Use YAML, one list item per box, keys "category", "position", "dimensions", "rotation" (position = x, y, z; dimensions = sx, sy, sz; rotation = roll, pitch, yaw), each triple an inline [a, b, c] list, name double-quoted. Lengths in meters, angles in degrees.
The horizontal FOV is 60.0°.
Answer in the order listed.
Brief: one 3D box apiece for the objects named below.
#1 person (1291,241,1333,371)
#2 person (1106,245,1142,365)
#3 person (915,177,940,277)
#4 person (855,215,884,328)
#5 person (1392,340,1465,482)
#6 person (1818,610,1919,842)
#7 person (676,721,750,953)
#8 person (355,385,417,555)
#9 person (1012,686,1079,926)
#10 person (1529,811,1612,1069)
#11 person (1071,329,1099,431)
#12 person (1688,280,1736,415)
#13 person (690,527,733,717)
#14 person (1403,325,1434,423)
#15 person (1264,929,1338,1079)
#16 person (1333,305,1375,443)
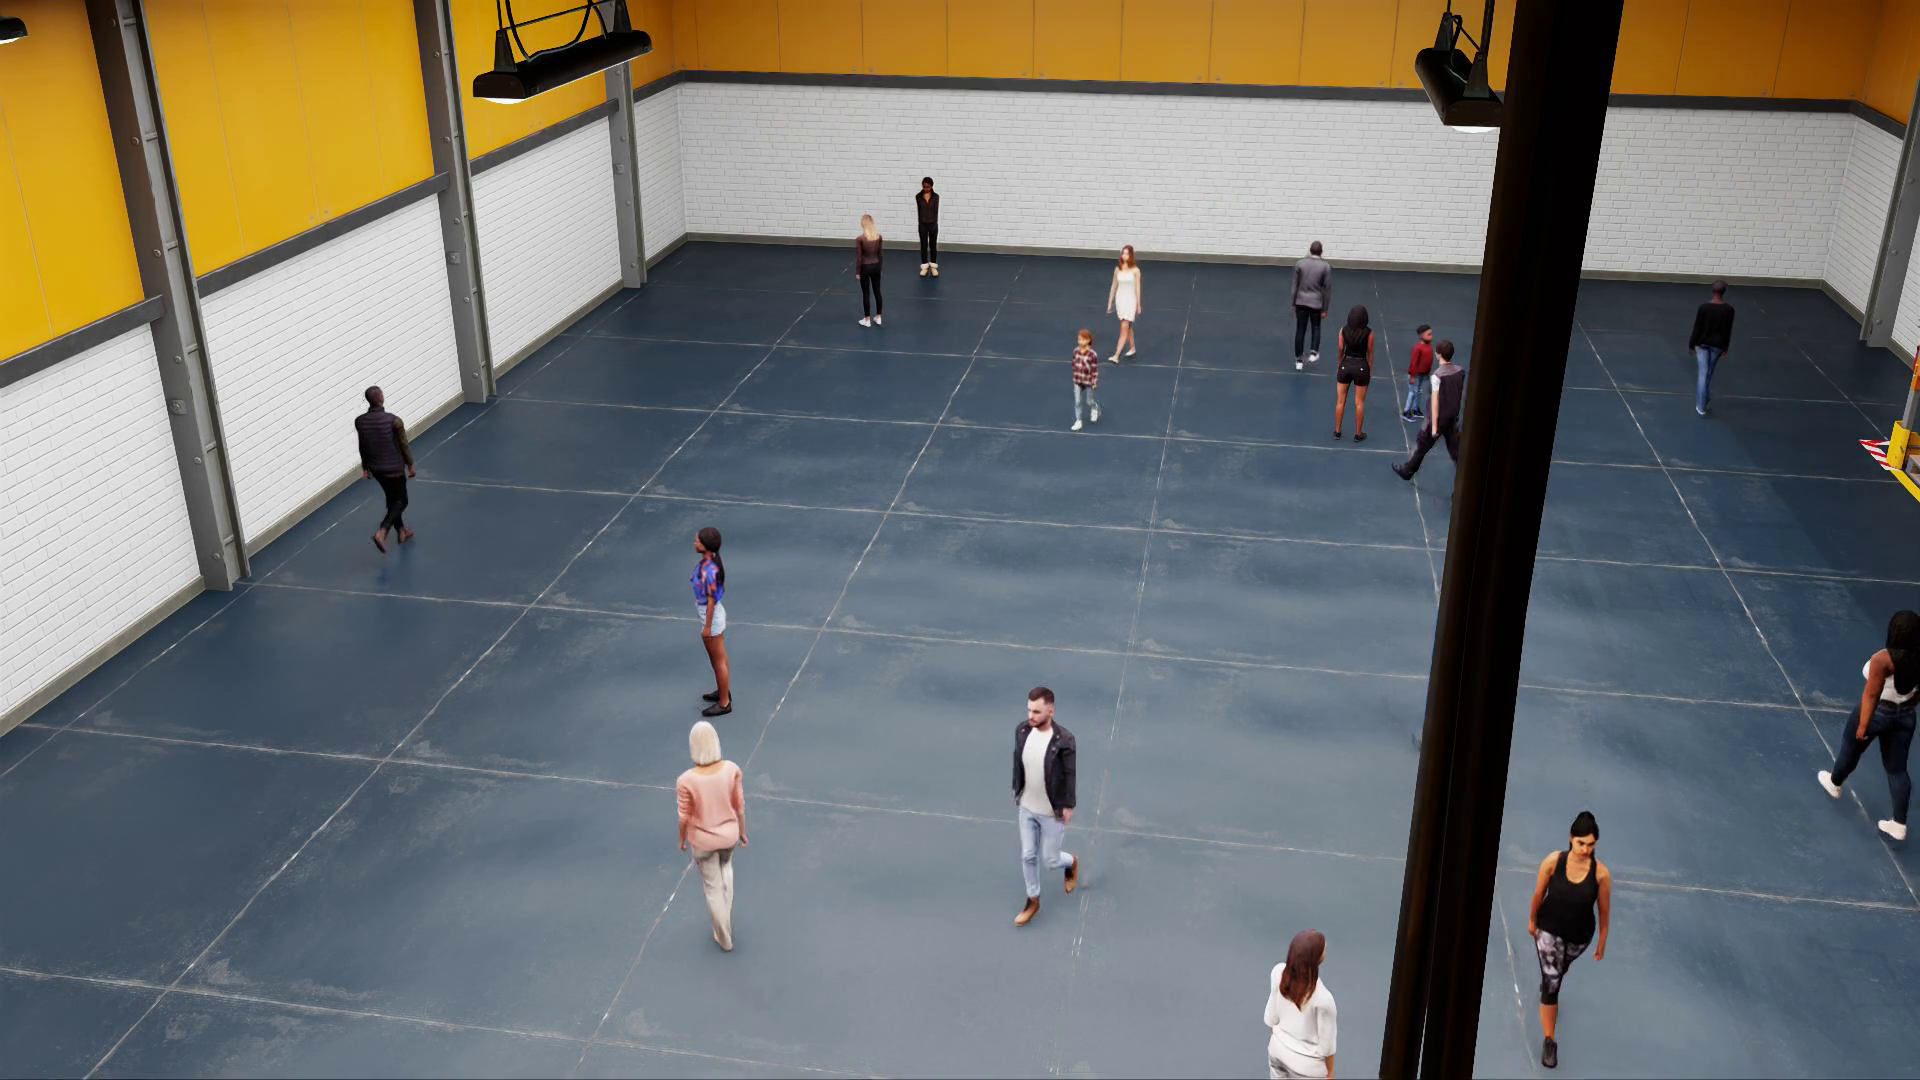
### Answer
- category: "person"
  position: [4.892, -3.270, 23.376]
  dimensions: [0.848, 1.790, 1.001]
  rotation: [8, 25, 17]
- category: "person"
  position: [2.407, -3.372, 23.771]
  dimensions: [0.889, 1.659, 1.206]
  rotation: [15, 28, 30]
- category: "person"
  position: [-0.549, -5.364, 28.325]
  dimensions: [0.615, 1.661, 0.683]
  rotation: [1, 24, 2]
- category: "person"
  position: [-1.376, -4.127, 25.442]
  dimensions: [0.669, 1.705, 0.716]
  rotation: [-14, 27, -29]
- category: "person"
  position: [5.560, -1.316, 18.915]
  dimensions: [1.219, 1.782, 1.345]
  rotation: [-12, 26, -25]
- category: "person"
  position: [7.098, 1.435, 12.652]
  dimensions: [0.851, 1.759, 1.265]
  rotation: [-1, 24, -2]
- category: "person"
  position: [-1.646, 2.053, 11.296]
  dimensions: [0.790, 1.711, 0.855]
  rotation: [-11, 26, -24]
- category: "person"
  position: [-6.060, -0.718, 17.506]
  dimensions: [0.742, 1.815, 1.069]
  rotation: [5, 24, 11]
- category: "person"
  position: [0.624, 1.831, 11.669]
  dimensions: [0.863, 1.819, 0.986]
  rotation: [15, 28, 31]
- category: "person"
  position: [3.838, 2.428, 10.557]
  dimensions: [0.615, 1.617, 1.073]
  rotation: [5, 24, 11]
- category: "person"
  position: [1.614, -2.062, 21.229]
  dimensions: [0.702, 1.295, 0.871]
  rotation: [15, 28, 30]
- category: "person"
  position: [9.773, -2.478, 21.672]
  dimensions: [0.699, 1.703, 1.147]
  rotation: [7, 25, 15]
- category: "person"
  position: [-2.138, 0.688, 14.382]
  dimensions: [0.697, 1.741, 0.538]
  rotation: [-2, 24, -4]
- category: "person"
  position: [5.935, -2.181, 21.554]
  dimensions: [0.584, 1.254, 0.653]
  rotation: [-18, 29, -35]
- category: "person"
  position: [1.912, 2.907, 9.372]
  dimensions: [0.728, 1.688, 0.685]
  rotation: [-19, 30, -36]
- category: "person"
  position: [4.909, -2.088, 20.733]
  dimensions: [0.641, 1.741, 0.597]
  rotation: [10, 25, 21]
